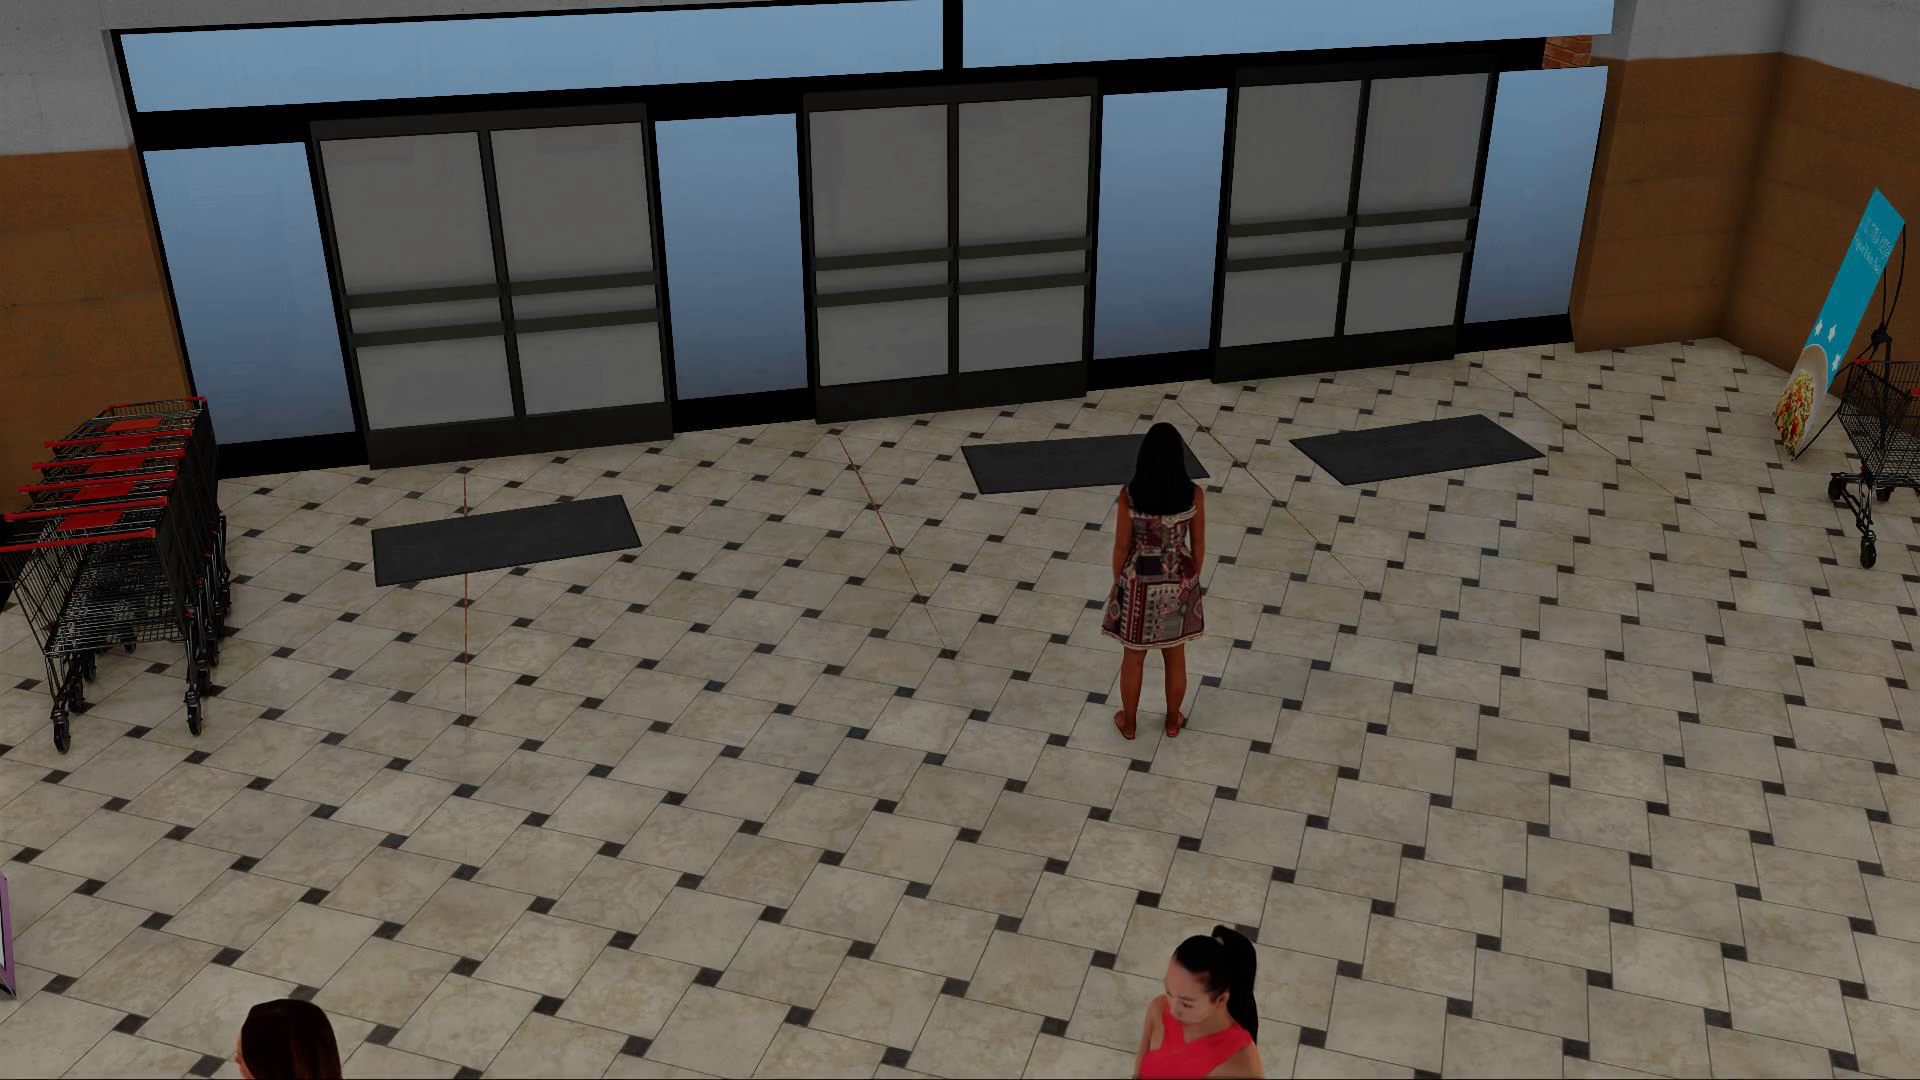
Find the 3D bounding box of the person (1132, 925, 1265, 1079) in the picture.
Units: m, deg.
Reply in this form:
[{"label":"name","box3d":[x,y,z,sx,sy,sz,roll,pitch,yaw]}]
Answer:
[{"label":"person","box3d":[0.643,1.780,4.680,0.763,1.733,0.651,-21,34,-36]}]

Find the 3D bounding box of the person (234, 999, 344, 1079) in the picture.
[{"label":"person","box3d":[-1.596,1.912,4.309,0.660,1.834,0.482,-5,27,-9]}]

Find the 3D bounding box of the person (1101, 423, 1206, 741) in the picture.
[{"label":"person","box3d":[0.928,0.207,7.880,0.693,1.645,0.604,-1,27,-2]}]
